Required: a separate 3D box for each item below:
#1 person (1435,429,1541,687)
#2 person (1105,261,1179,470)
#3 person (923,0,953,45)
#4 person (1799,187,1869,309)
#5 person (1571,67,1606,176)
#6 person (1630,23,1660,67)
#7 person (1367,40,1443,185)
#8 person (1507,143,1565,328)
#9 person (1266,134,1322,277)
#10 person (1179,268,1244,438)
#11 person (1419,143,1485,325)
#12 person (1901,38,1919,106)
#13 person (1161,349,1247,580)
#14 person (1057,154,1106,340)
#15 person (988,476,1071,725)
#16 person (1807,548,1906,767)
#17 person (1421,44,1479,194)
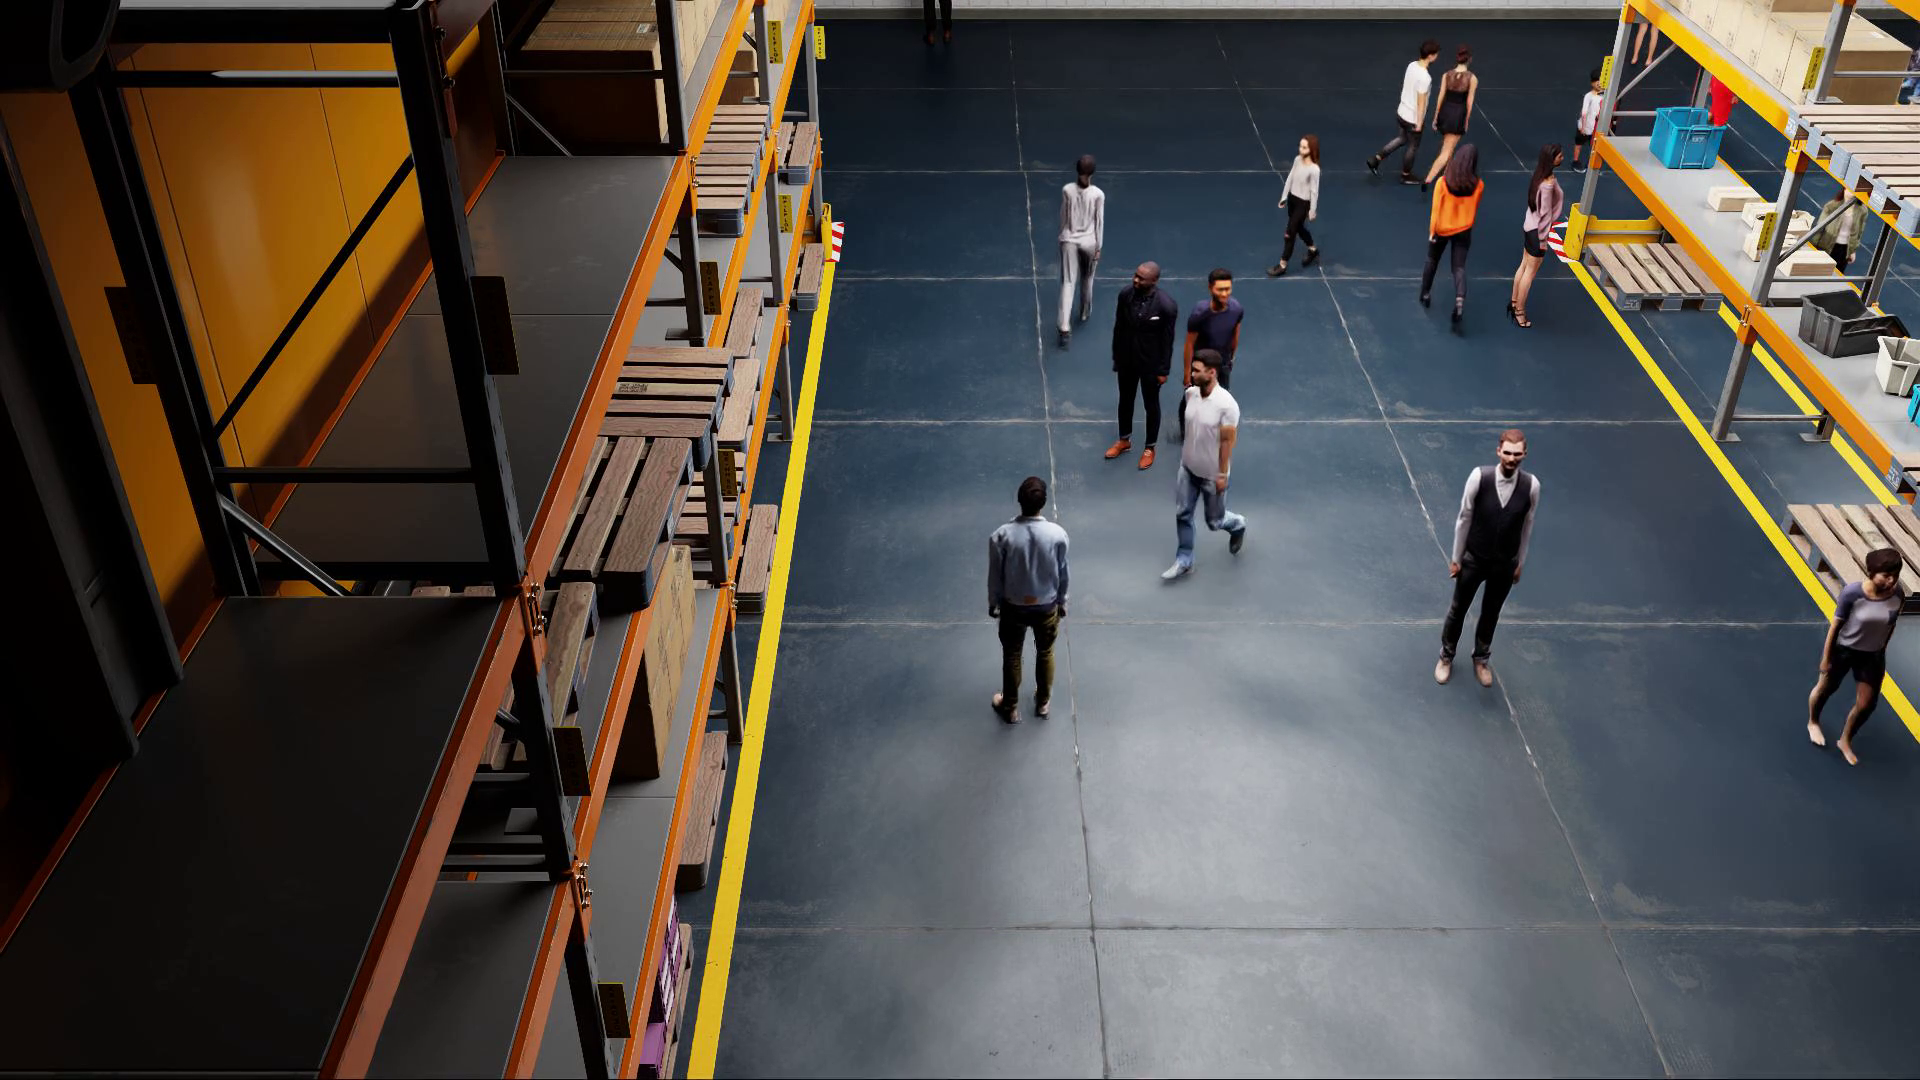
[{"bbox_3d":[3.568,0.101,11.231,0.680,1.938,0.602,4,34,6],"label":"person"},{"bbox_3d":[1.506,-1.470,13.704,0.787,1.818,0.808,21,39,28],"label":"person"},{"bbox_3d":[-0.334,-7.995,23.443,0.755,1.904,0.677,-7,34,-10],"label":"person"},{"bbox_3d":[8.412,-2.799,16.012,0.629,1.475,0.590,8,35,12],"label":"person"},{"bbox_3d":[7.303,-4.905,19.388,0.617,1.247,0.698,-14,36,-20],"label":"person"},{"bbox_3d":[9.459,-7.275,22.675,0.643,1.556,0.685,20,38,27],"label":"person"},{"bbox_3d":[5.067,-4.850,18.896,0.796,1.699,0.885,-9,35,-13],"label":"person"},{"bbox_3d":[5.497,-2.916,15.885,0.695,1.812,0.494,3,34,5],"label":"person"},{"bbox_3d":[3.513,-3.444,16.996,0.851,1.461,0.960,-14,36,-20],"label":"person"},{"bbox_3d":[2.038,-1.480,13.788,0.795,1.742,1.216,-6,34,-9],"label":"person"},{"bbox_3d":[4.756,-2.907,15.960,0.662,1.714,1.077,1,34,2],"label":"person"},{"bbox_3d":[12.216,-6.111,21.211,0.731,1.237,0.856,-19,38,-27],"label":"person"},{"bbox_3d":[1.875,-0.562,12.327,1.115,1.829,1.081,-26,42,-34],"label":"person"},{"bbox_3d":[1.097,-2.734,15.677,0.770,1.738,1.123,8,34,11],"label":"person"},{"bbox_3d":[0.453,0.416,10.875,0.695,1.808,0.601,-5,34,-8],"label":"person"},{"bbox_3d":[5.751,0.668,10.733,0.610,1.547,0.675,3,34,4],"label":"person"},{"bbox_3d":[5.493,-4.695,18.720,1.032,1.635,1.113,26,42,34],"label":"person"}]
